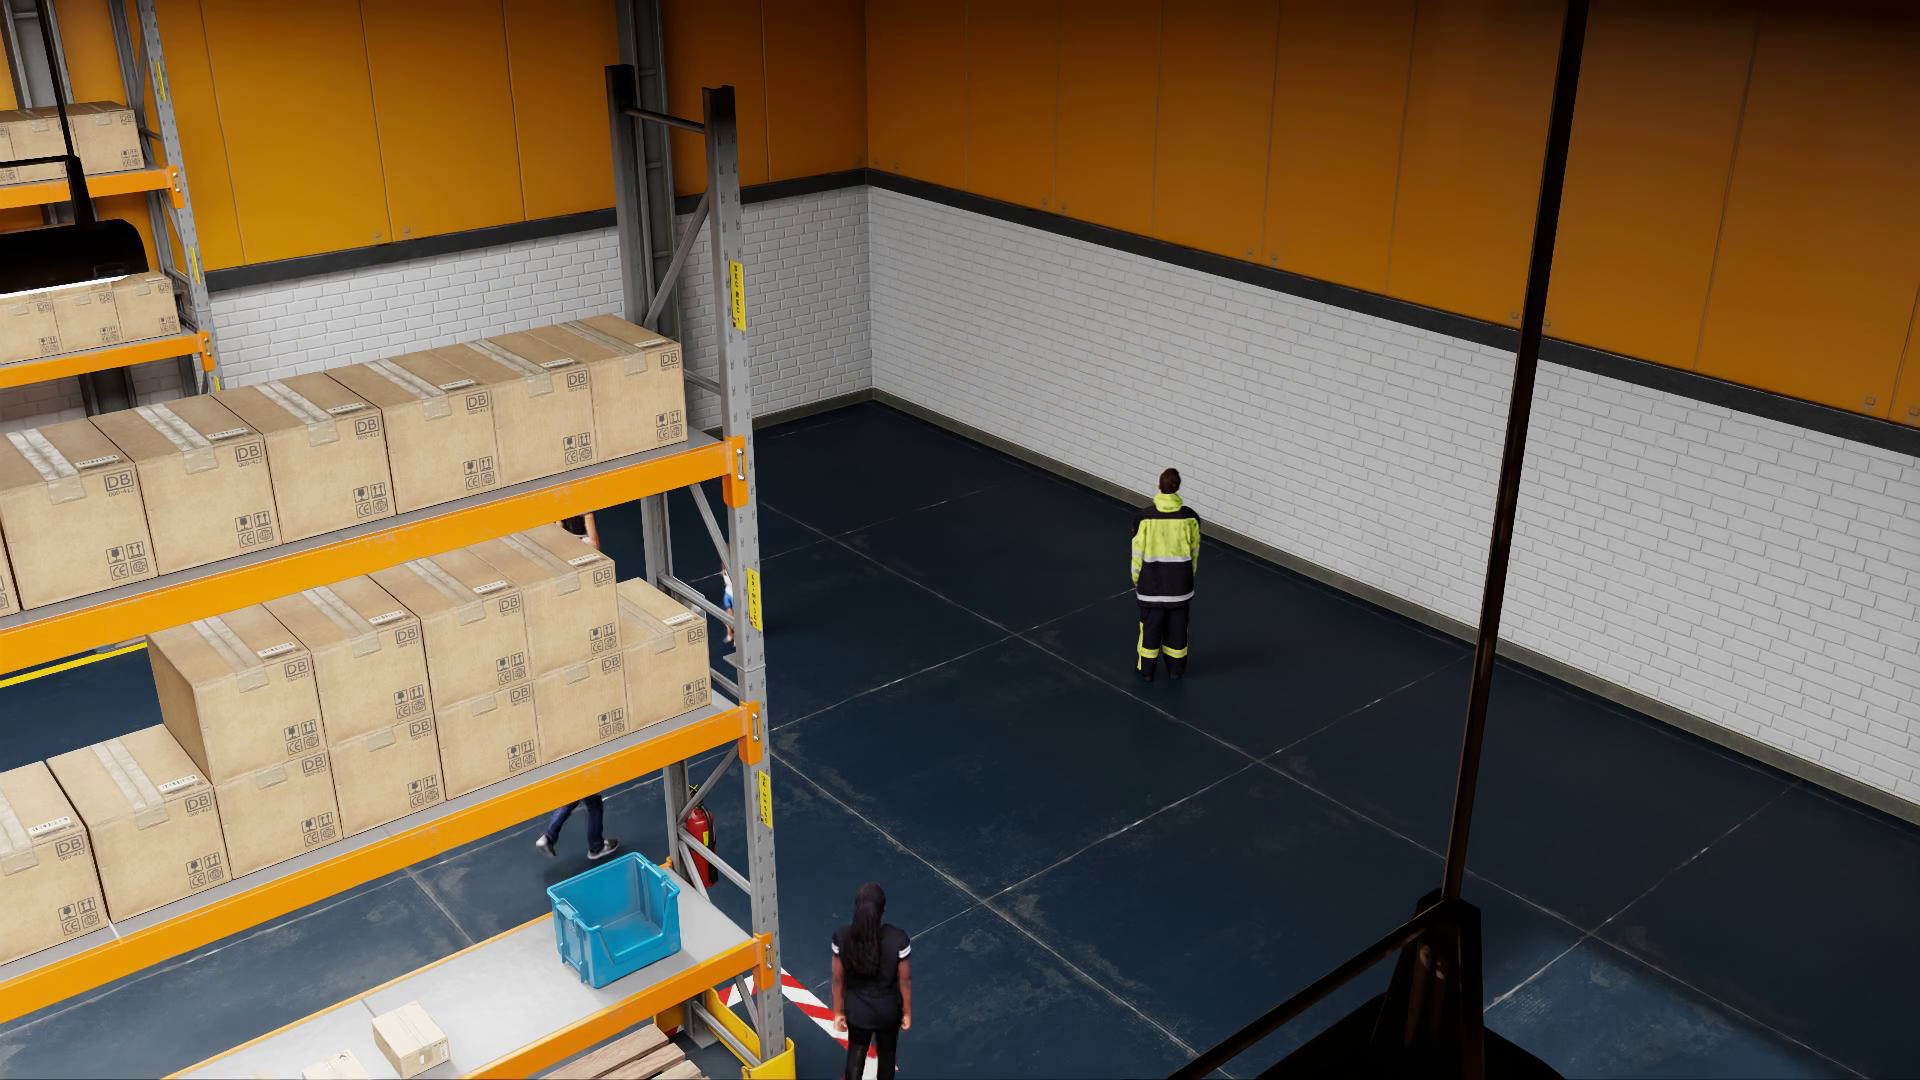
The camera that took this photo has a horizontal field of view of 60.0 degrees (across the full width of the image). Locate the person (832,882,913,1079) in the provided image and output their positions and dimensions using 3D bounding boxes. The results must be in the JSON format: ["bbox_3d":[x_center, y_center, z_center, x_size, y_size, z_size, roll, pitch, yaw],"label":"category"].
[{"bbox_3d":[-0.504,2.722,9.466,0.927,1.714,1.000,3,24,7],"label":"person"}]

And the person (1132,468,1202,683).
[{"bbox_3d":[1.802,0.303,14.664,0.818,1.983,0.930,-2,24,-5],"label":"person"}]
